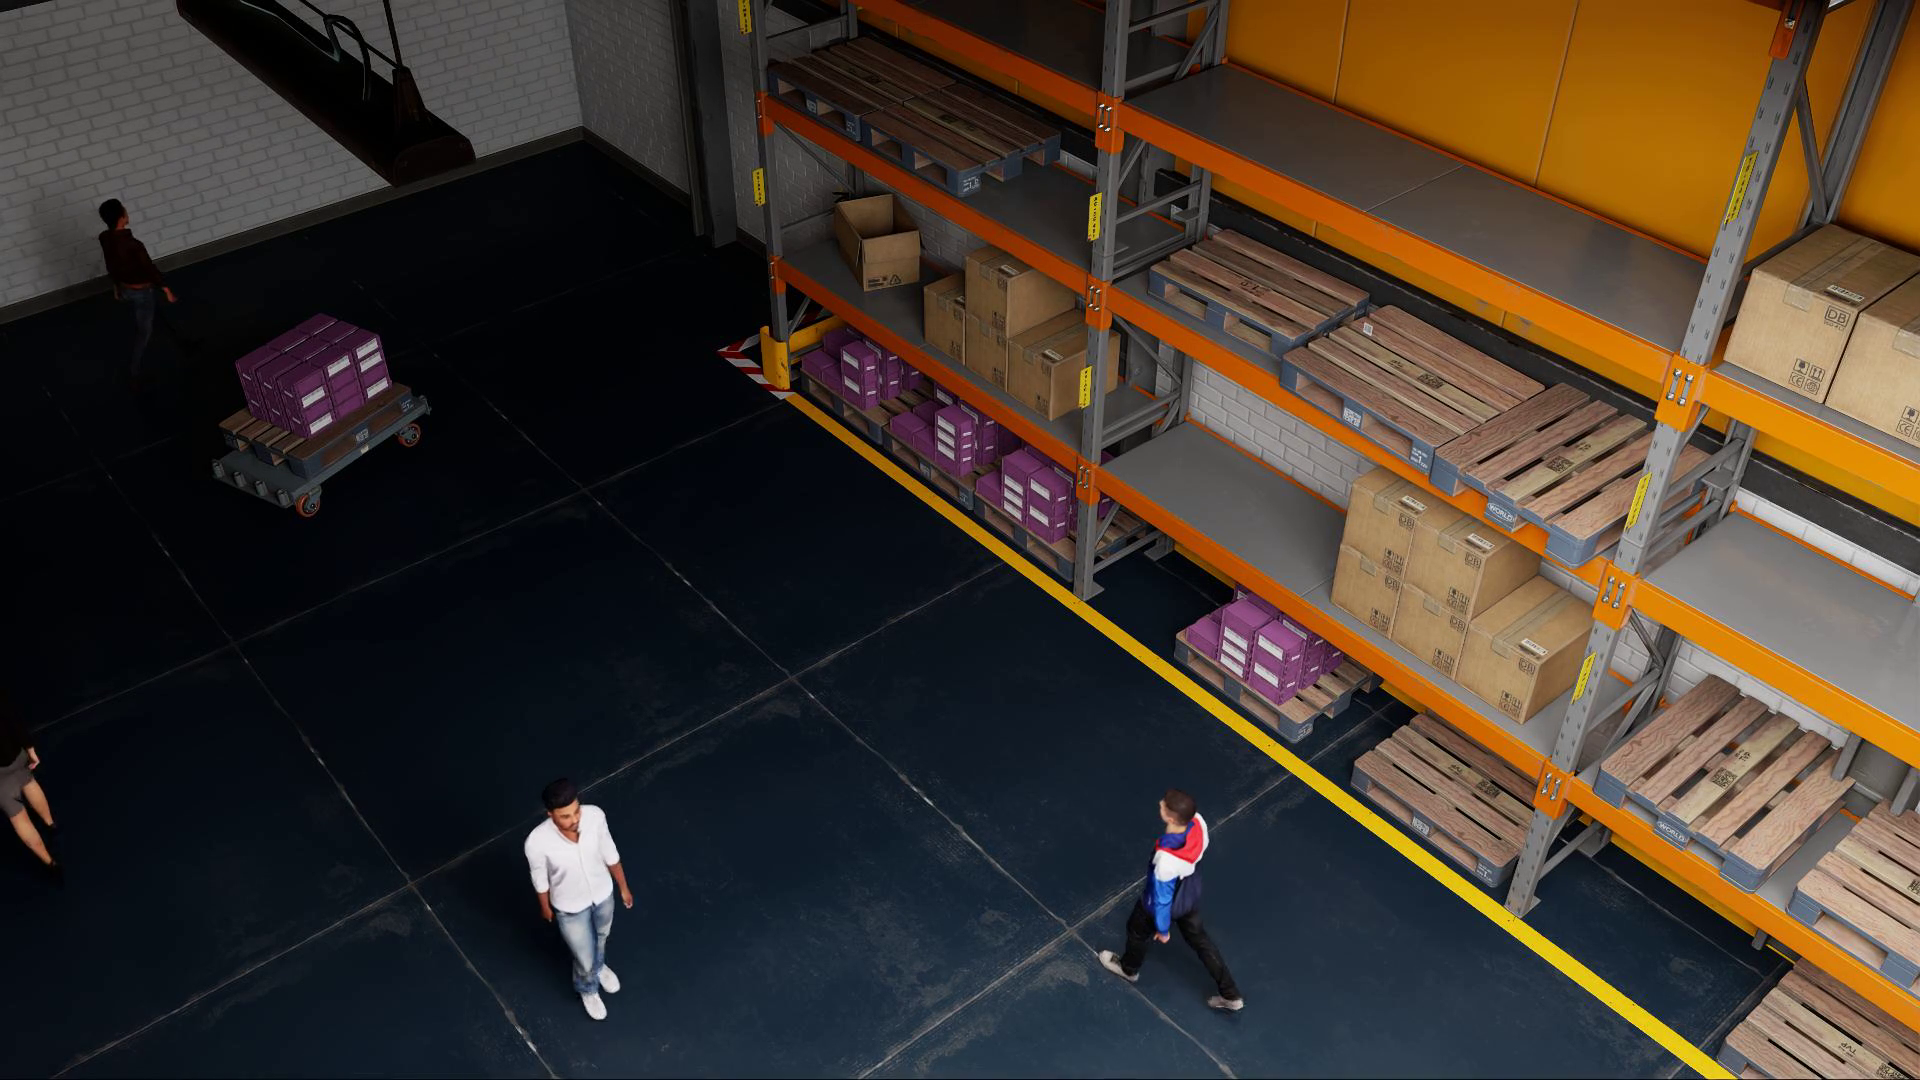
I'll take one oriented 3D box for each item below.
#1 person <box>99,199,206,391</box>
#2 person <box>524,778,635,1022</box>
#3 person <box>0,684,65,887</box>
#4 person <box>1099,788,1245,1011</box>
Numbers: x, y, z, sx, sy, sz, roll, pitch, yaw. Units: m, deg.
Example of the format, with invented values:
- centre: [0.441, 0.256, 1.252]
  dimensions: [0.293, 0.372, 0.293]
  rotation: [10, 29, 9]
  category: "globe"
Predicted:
- centre: [-7.353, -2.138, 14.764]
  dimensions: [1.192, 1.731, 1.029]
  rotation: [18, 42, 21]
  category: "person"
- centre: [-2.219, 1.968, 9.570]
  dimensions: [0.649, 1.796, 0.659]
  rotation: [-31, 48, -33]
  category: "person"
- centre: [-5.862, 1.454, 10.197]
  dimensions: [0.604, 1.818, 0.784]
  rotation: [-30, 47, -32]
  category: "person"
- centre: [1.292, 2.083, 9.484]
  dimensions: [1.209, 1.725, 0.812]
  rotation: [27, 46, 30]
  category: "person"
